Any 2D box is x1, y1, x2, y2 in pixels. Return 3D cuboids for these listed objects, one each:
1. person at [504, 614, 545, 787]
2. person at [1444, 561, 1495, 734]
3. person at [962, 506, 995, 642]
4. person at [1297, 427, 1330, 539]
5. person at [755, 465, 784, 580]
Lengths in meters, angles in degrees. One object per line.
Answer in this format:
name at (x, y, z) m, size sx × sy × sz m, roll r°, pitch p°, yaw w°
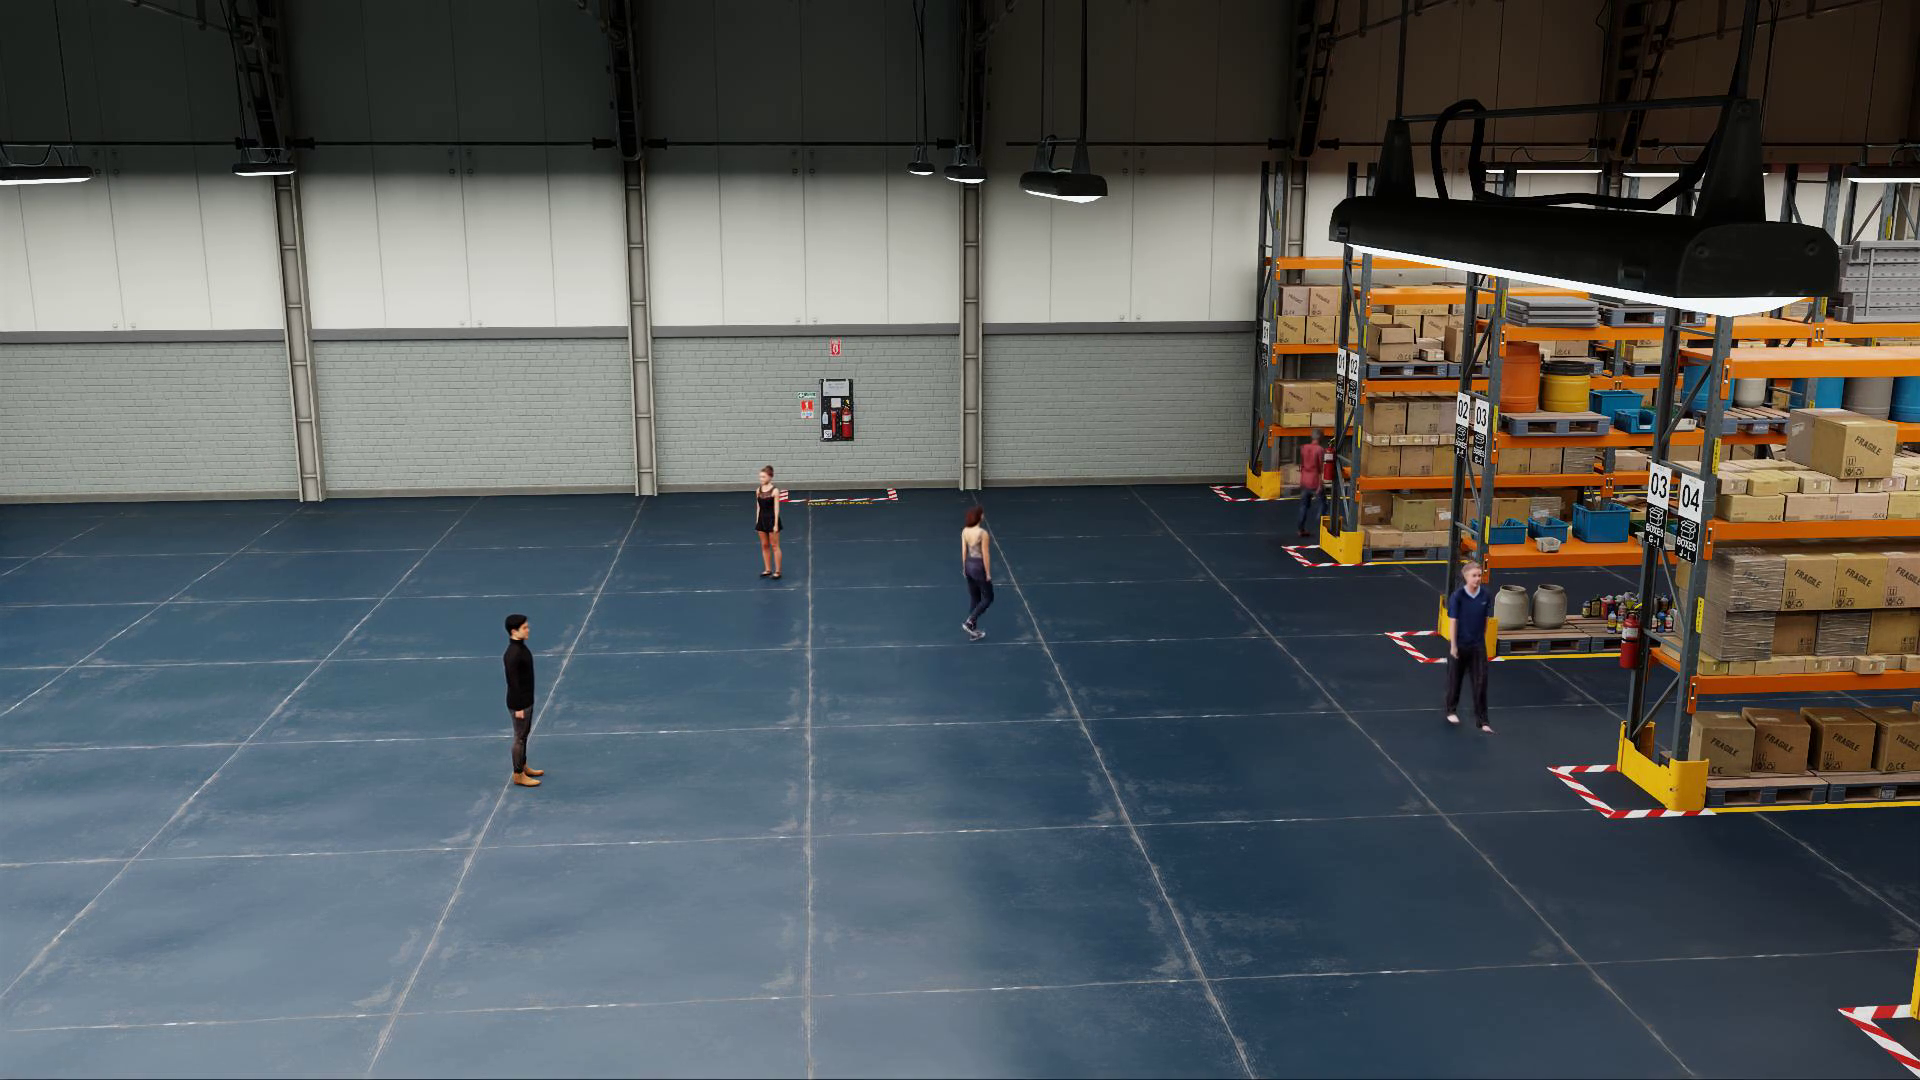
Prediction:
person at (-4.350, 1.564, 16.486) m, size 0.511 × 1.722 × 0.647 m, roll -1°, pitch 13°, yaw -6°
person at (5.462, 1.133, 18.092) m, size 0.945 × 1.836 × 0.728 m, roll -1°, pitch 13°, yaw -3°
person at (0.152, 0.450, 21.222) m, size 0.812 × 1.756 × 0.874 m, roll 13°, pitch 18°, yaw 43°
person at (5.652, -0.915, 26.989) m, size 0.902 × 1.813 × 0.865 m, roll -10°, pitch 16°, yaw -36°
person at (-2.806, -0.269, 24.494) m, size 0.678 × 1.680 × 0.750 m, roll 9°, pitch 16°, yaw 33°
